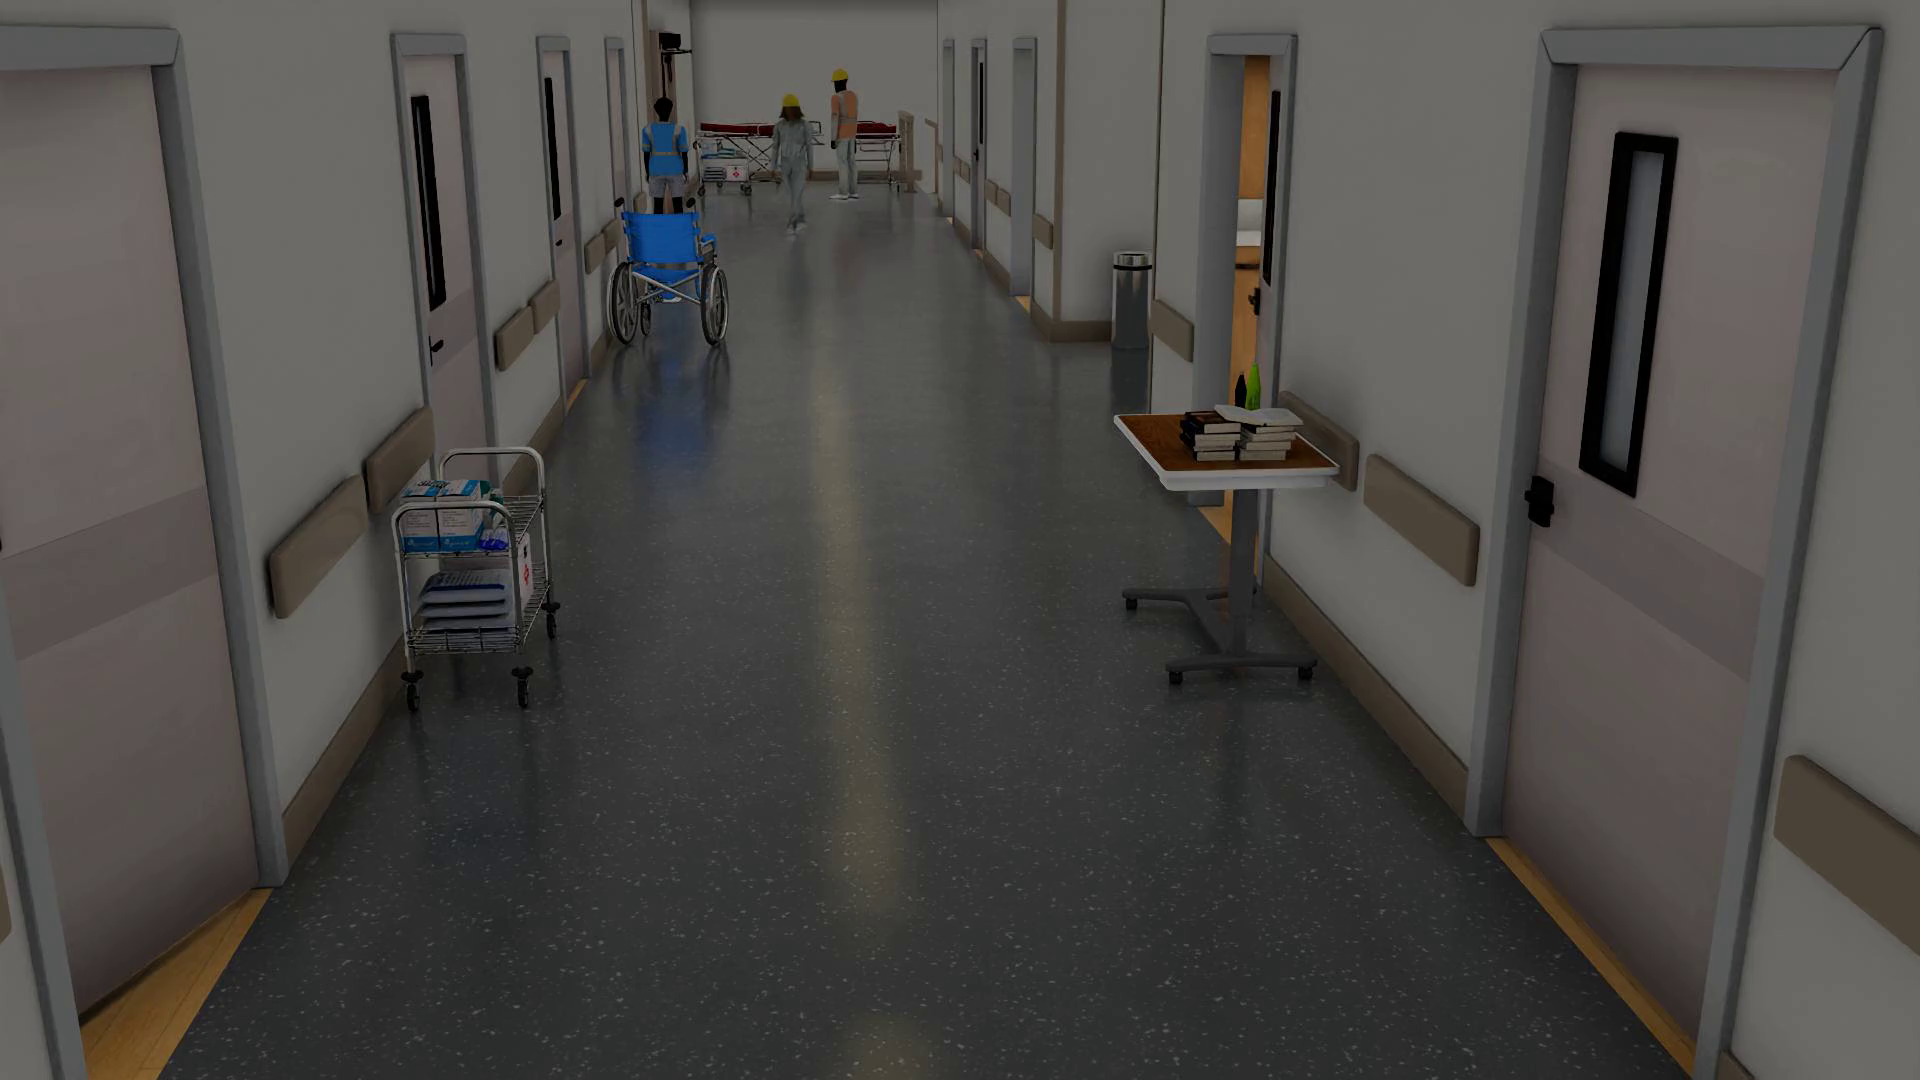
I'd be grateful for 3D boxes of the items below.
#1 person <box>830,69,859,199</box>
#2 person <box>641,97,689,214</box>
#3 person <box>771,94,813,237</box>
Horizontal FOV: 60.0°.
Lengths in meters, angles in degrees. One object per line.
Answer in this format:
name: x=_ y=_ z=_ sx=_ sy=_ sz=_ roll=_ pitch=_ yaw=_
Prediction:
person: x=-1.762 y=-6.111 z=25.087 sx=0.398 sy=1.920 sz=0.586 roll=10 pitch=20 yaw=31
person: x=-3.382 y=-4.232 z=19.183 sx=0.542 sy=1.695 sz=0.316 roll=0 pitch=17 yaw=0
person: x=-2.055 y=-4.629 z=20.514 sx=0.493 sy=1.698 sz=0.919 roll=4 pitch=17 yaw=13
